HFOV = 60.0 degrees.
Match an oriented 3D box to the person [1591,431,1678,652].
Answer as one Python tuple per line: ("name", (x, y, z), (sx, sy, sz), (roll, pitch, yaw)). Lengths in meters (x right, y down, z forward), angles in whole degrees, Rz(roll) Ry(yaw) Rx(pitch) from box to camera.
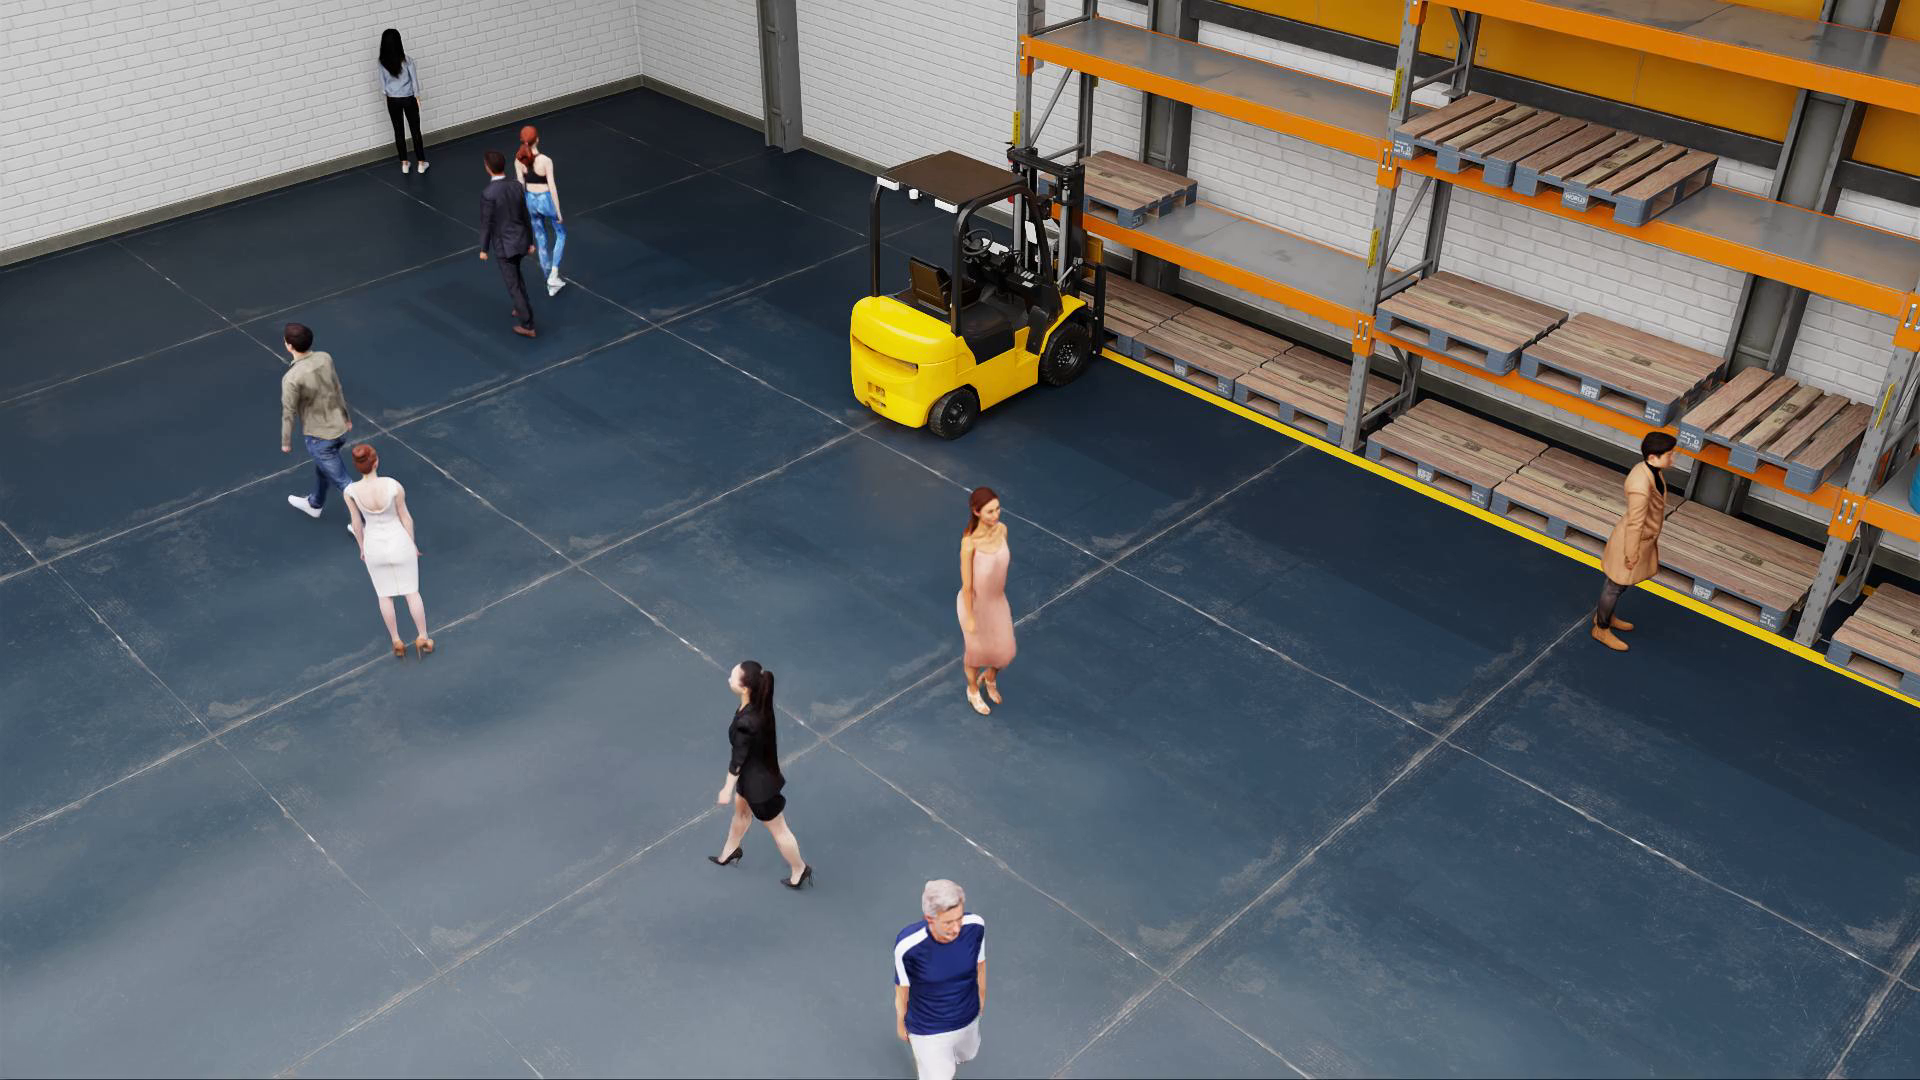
("person", (4.832, -0.026, 11.957), (0.725, 1.727, 0.722), (15, 37, 22))

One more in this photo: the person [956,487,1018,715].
("person", (0.093, 0.403, 11.229), (0.634, 1.819, 0.631), (-22, 40, -30))

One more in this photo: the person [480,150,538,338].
("person", (-4.290, -2.816, 16.045), (0.804, 1.848, 0.704), (21, 39, 28))

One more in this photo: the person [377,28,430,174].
("person", (-6.645, -5.227, 19.798), (0.677, 1.710, 0.715), (-4, 34, -6))

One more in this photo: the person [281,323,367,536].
("person", (-4.921, -0.801, 13.045), (1.261, 1.813, 1.045), (11, 35, 16))

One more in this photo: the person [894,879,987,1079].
("person", (-0.129, 2.321, 8.345), (0.859, 1.817, 1.129), (-15, 37, -22))

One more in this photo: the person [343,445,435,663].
("person", (-4.034, 0.090, 11.725), (0.632, 1.791, 0.664), (-4, 34, -6))

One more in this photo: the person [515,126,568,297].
("person", (-4.249, -3.285, 16.814), (0.730, 1.778, 0.794), (5, 34, 8))

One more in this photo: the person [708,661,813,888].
("person", (-1.088, 1.429, 9.822), (0.998, 1.668, 0.917), (2, 34, 2))
